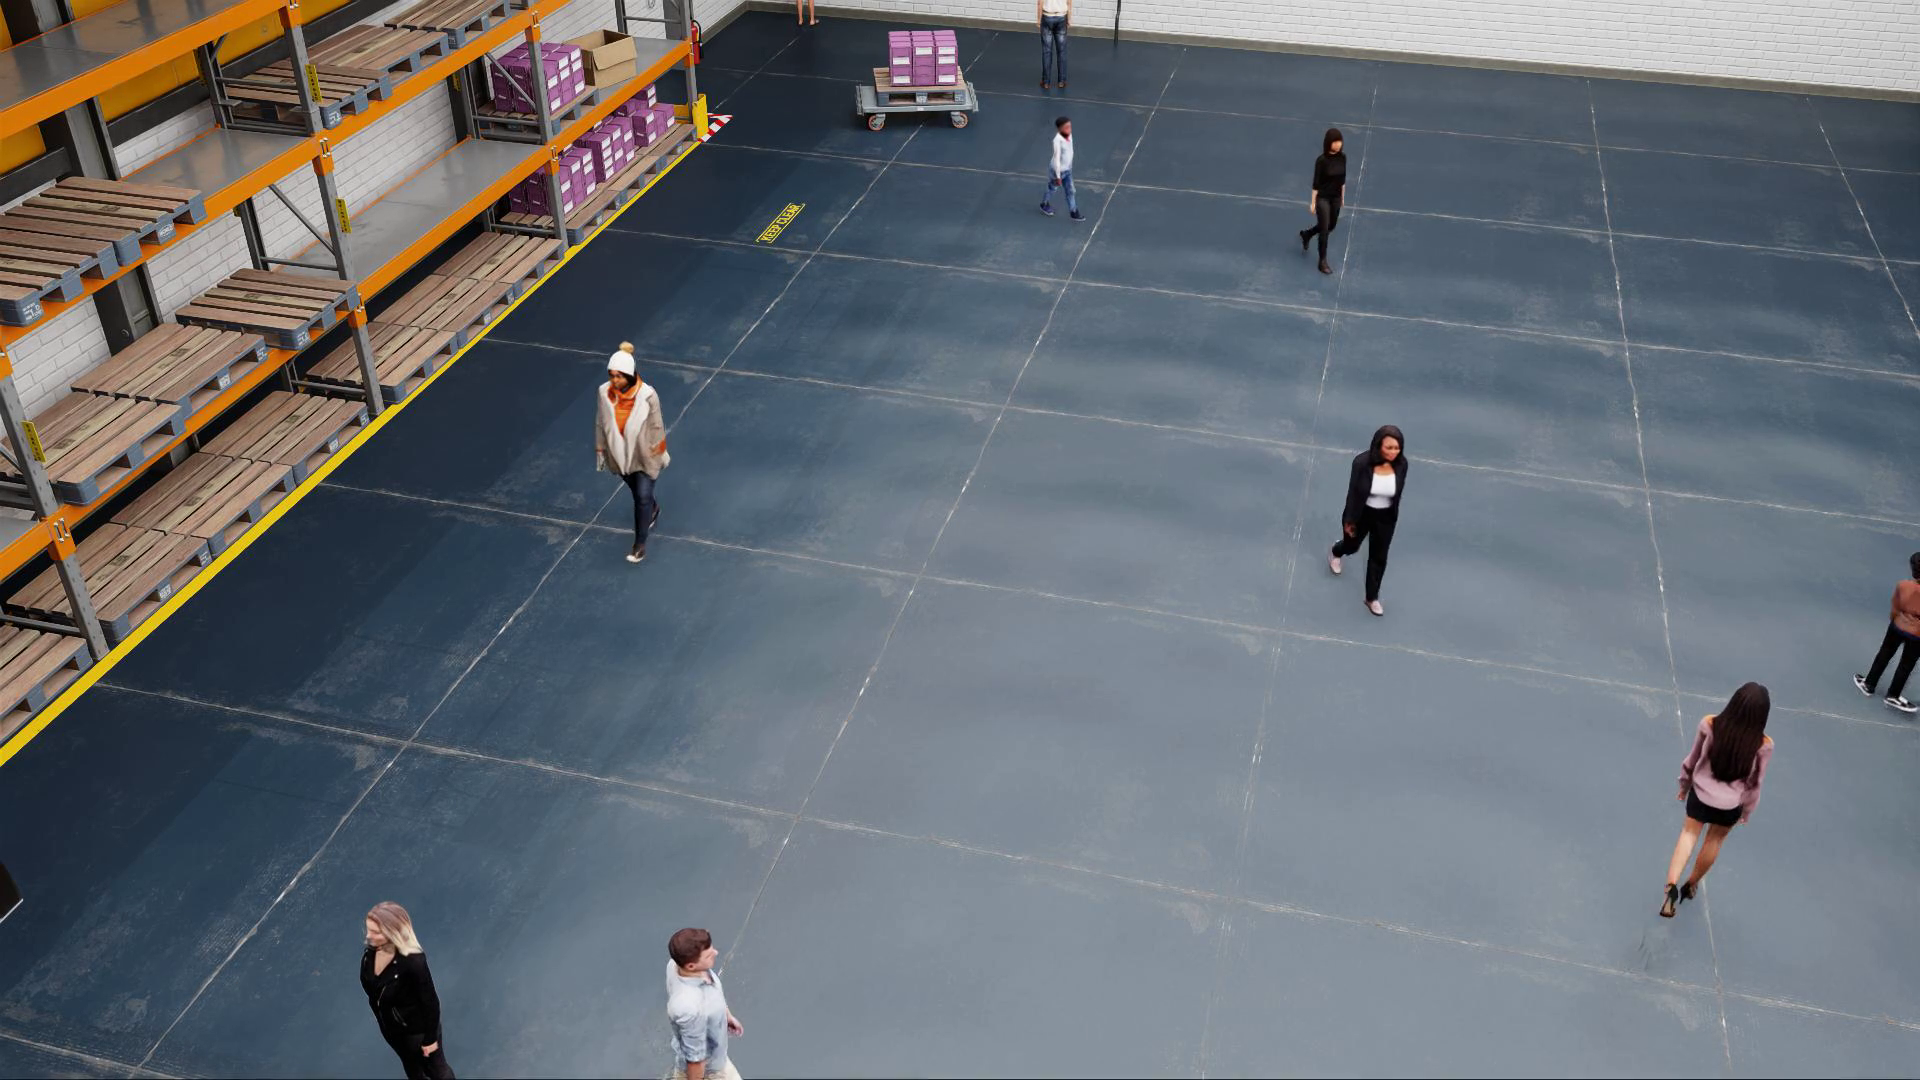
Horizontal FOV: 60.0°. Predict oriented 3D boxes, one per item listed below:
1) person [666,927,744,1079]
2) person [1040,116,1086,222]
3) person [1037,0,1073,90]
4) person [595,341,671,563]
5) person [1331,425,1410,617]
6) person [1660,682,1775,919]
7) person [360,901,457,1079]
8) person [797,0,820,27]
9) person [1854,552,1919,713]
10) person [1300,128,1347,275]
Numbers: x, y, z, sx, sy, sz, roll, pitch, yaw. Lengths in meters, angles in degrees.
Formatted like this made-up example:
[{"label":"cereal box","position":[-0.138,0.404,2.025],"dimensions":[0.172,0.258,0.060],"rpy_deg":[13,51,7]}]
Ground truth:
[{"label":"person","position":[-1.431,2.677,8.631],"dimensions":[1.118,1.808,1.230],"rpy_deg":[-9,35,-13]},{"label":"person","position":[1.160,-4.451,19.875],"dimensions":[0.806,1.232,0.885],"rpy_deg":[26,42,34]},{"label":"person","position":[1.346,-7.409,23.761],"dimensions":[0.739,1.855,0.710],"rpy_deg":[-4,34,-6]},{"label":"person","position":[-2.674,-0.800,13.830],"dimensions":[0.727,1.843,1.151],"rpy_deg":[7,34,11]},{"label":"person","position":[3.224,-0.233,13.208],"dimensions":[0.878,1.587,1.126],"rpy_deg":[-3,34,-5]},{"label":"person","position":[4.610,1.649,10.184],"dimensions":[0.818,1.800,0.973],"rpy_deg":[23,40,30]},{"label":"person","position":[-2.941,2.562,8.914],"dimensions":[0.657,1.687,0.621],"rpy_deg":[18,38,25]},{"label":"person","position":[-2.477,-8.977,26.394],"dimensions":[0.572,1.554,0.635],"rpy_deg":[4,34,6]},{"label":"person","position":[6.952,0.688,12.139],"dimensions":[0.735,1.237,0.670],"rpy_deg":[-8,35,-12]},{"label":"person","position":[4.064,-3.826,18.582],"dimensions":[0.930,1.623,1.015],"rpy_deg":[-15,36,-21]}]
